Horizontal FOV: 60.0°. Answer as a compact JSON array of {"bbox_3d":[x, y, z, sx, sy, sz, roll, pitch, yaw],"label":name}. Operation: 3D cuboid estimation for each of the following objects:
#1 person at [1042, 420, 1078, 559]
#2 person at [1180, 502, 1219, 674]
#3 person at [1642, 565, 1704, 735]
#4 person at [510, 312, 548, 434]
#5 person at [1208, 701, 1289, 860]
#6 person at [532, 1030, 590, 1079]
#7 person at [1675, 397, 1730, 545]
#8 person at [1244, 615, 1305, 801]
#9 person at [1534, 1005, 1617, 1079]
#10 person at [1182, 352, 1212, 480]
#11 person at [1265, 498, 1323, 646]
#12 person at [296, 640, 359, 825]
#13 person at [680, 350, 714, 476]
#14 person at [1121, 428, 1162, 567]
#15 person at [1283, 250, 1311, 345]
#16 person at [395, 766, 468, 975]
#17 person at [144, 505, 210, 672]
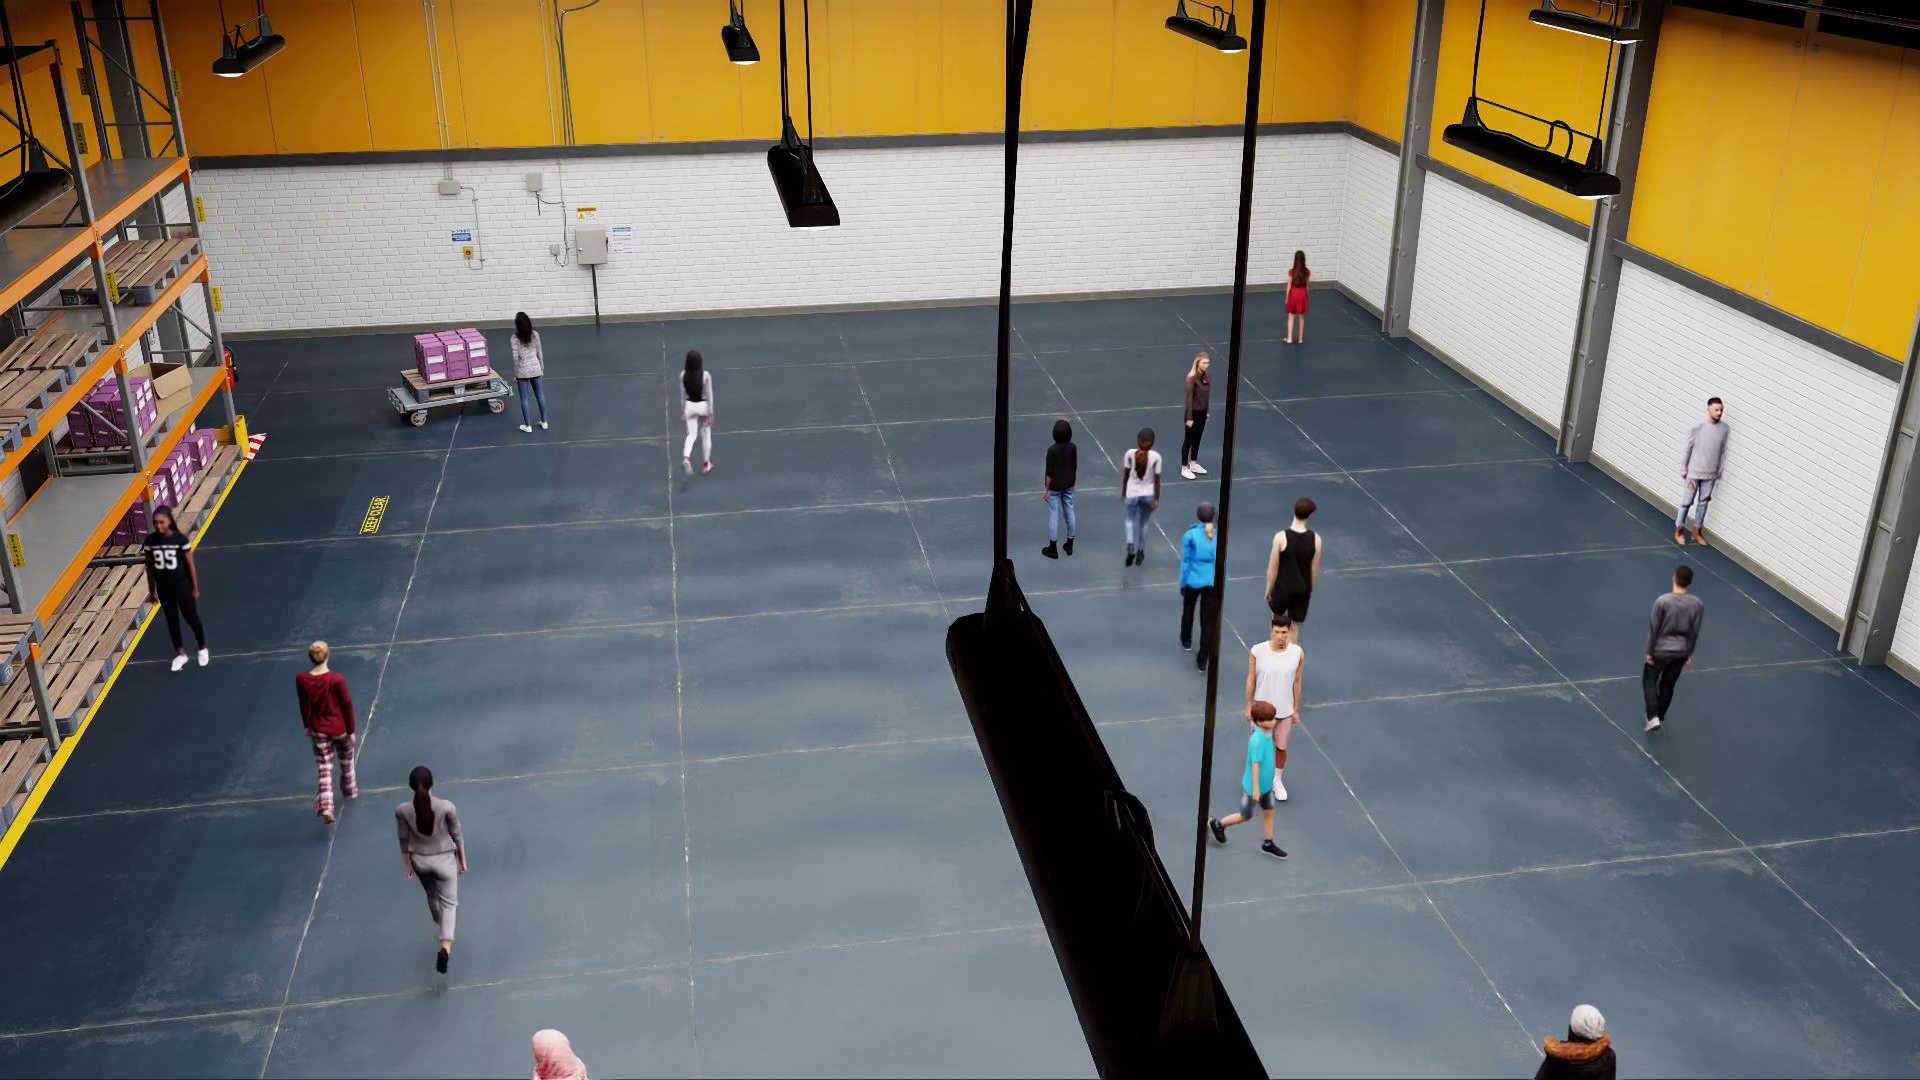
[{"bbox_3d":[1.184,-0.610,19.544,0.625,1.701,0.617,-11,26,-23],"label":"person"},{"bbox_3d":[2.469,0.507,16.907,0.753,1.765,1.033,1,24,3],"label":"person"},{"bbox_3d":[6.672,1.080,15.617,0.776,1.750,0.899,4,24,9],"label":"person"},{"bbox_3d":[-6.125,-2.396,23.586,0.682,1.736,0.669,-16,28,-32],"label":"person"},{"bbox_3d":[2.430,1.996,13.920,0.949,1.430,0.909,14,27,29],"label":"person"},{"bbox_3d":[-2.244,3.659,9.716,1.065,1.751,1.195,7,25,16],"label":"person"},{"bbox_3d":[8.887,-0.854,19.931,0.724,1.838,0.657,1,24,1],"label":"person"},{"bbox_3d":[2.770,1.460,14.697,0.694,1.789,0.660,2,24,5],"label":"person"},{"bbox_3d":[3.729,3.572,10.095,0.727,1.606,1.002,0,24,-1],"label":"person"},{"bbox_3d":[3.114,-1.671,21.967,0.678,1.705,0.696,-22,32,-40],"label":"person"},{"bbox_3d":[3.370,0.521,16.750,0.767,1.866,0.771,2,24,4],"label":"person"},{"bbox_3d":[-5.476,1.665,14.378,0.697,1.670,1.013,-2,24,-3],"label":"person"},{"bbox_3d":[-3.481,-1.632,21.878,0.812,1.704,1.039,4,24,10],"label":"person"},{"bbox_3d":[2.066,-0.462,19.191,0.758,1.711,0.906,4,24,9],"label":"person"},{"bbox_3d":[5.591,-4.028,27.549,0.571,1.552,0.627,-1,24,-3],"label":"person"},{"bbox_3d":[-3.963,2.490,12.508,0.655,1.656,1.024,-2,24,-6],"label":"person"},{"bbox_3d":[-8.034,0.472,17.031,0.631,1.730,0.641,-2,24,-5],"label":"person"}]
